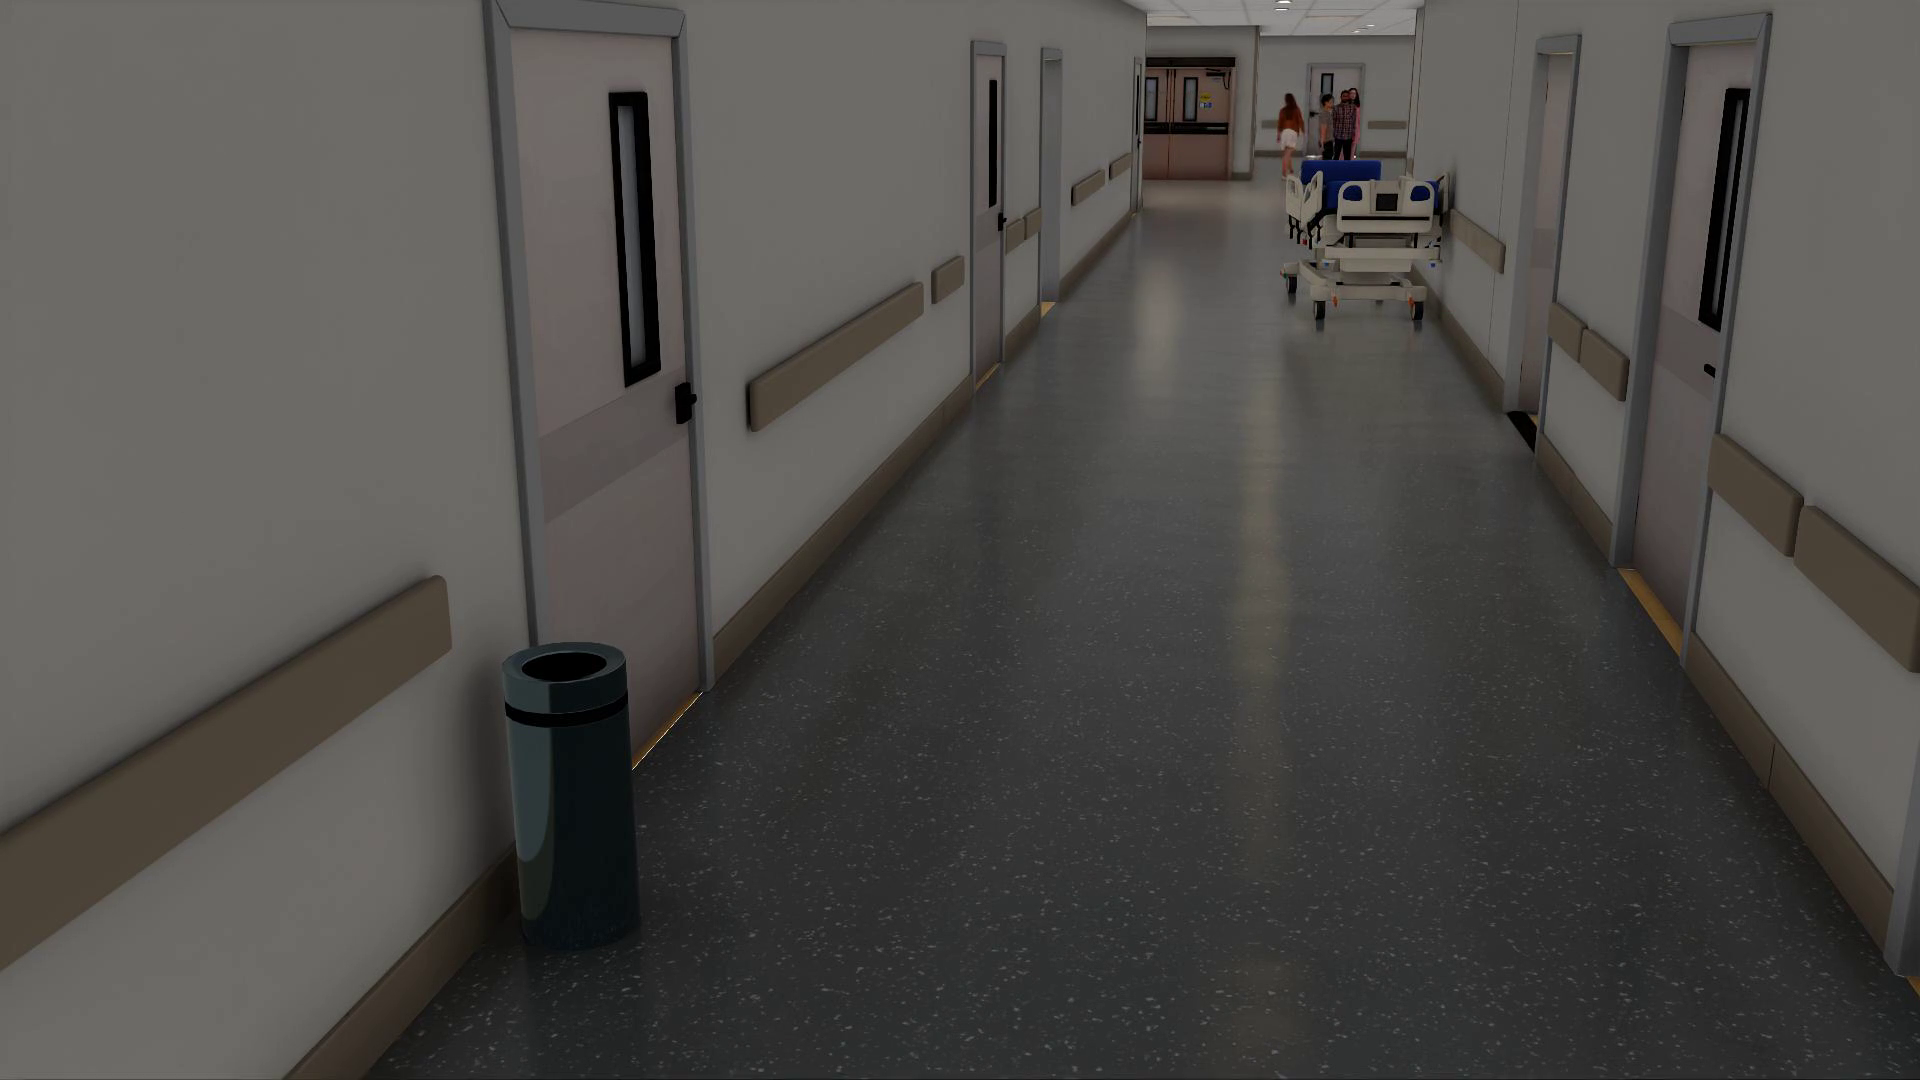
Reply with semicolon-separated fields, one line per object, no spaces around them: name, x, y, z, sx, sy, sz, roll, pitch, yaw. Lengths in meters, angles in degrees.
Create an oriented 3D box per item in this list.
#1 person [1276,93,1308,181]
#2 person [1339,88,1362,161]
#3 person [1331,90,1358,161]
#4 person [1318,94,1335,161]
person;6.519;-8.016;33.163;1.109;1.665;1.046;13;20;39
person;7.868;-8.204;33.577;0.576;1.801;0.740;-3;16;-9
person;7.672;-8.097;33.274;0.552;1.759;0.750;1;16;4
person;6.668;-7.330;30.656;1.005;1.704;0.719;6;17;21
